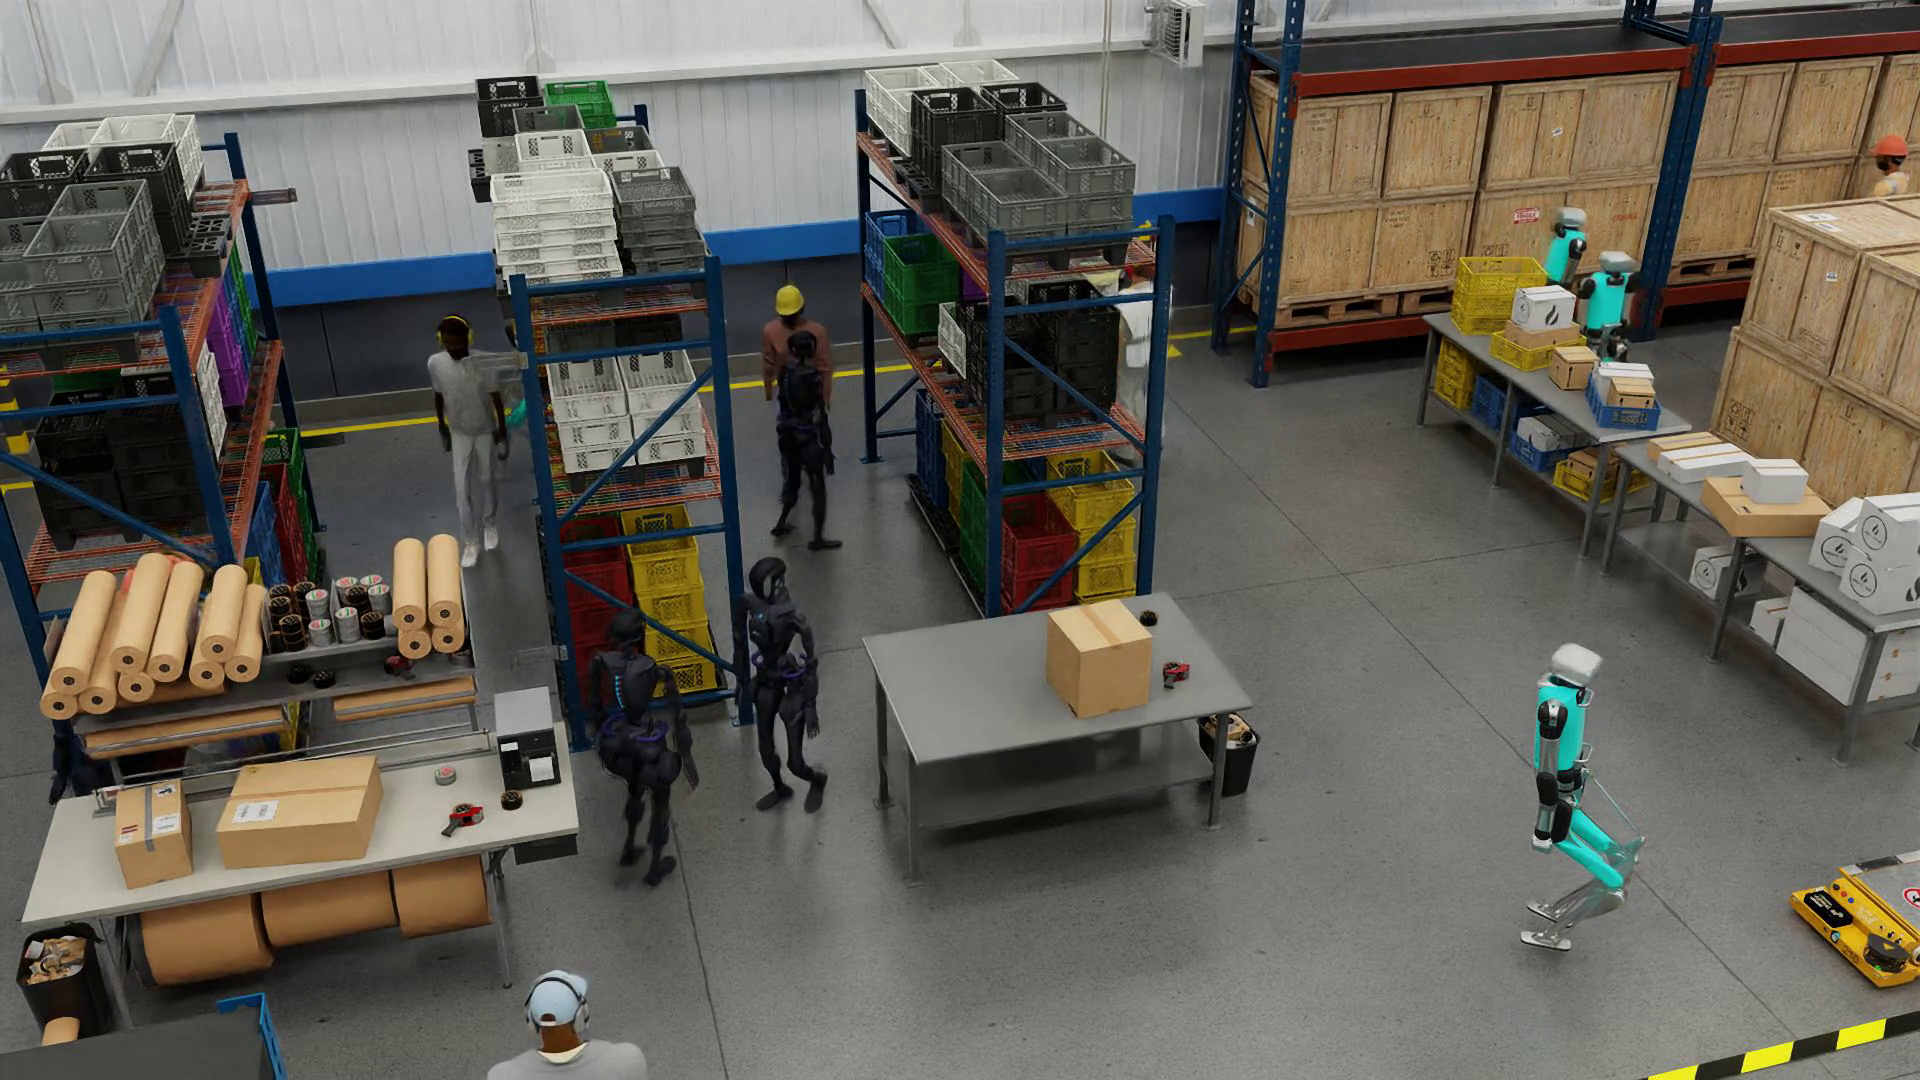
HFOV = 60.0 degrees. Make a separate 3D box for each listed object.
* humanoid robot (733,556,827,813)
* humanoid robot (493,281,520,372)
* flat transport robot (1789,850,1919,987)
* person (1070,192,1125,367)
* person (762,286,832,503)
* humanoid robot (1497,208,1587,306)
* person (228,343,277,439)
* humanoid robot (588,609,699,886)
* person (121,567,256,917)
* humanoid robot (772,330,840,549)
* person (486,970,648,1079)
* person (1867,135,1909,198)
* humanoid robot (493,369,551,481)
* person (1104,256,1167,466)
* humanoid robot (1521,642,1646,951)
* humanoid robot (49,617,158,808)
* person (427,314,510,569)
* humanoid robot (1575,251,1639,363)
[{"bbox_3d":[-0.981,0.797,9.244,0.611,1.643,0.404,18,34,29],"label":"humanoid robot"},{"bbox_3d":[-3.146,-1.395,13.177,0.890,1.771,0.584,21,35,33],"label":"humanoid robot"},{"bbox_3d":[5.163,1.916,8.676,1.431,0.231,0.659,-8,30,-14],"label":"flat transport robot"},{"bbox_3d":[1.200,-2.334,14.776,0.626,1.844,0.429,-12,31,-21],"label":"person"},{"bbox_3d":[-1.230,-1.111,12.650,0.555,1.736,0.621,2,29,4],"label":"person"},{"bbox_3d":[4.893,-1.983,14.229,0.953,1.737,0.547,0,29,0],"label":"humanoid robot"},{"bbox_3d":[-5.965,-1.636,13.510,0.552,1.836,0.550,5,29,8],"label":"person"},{"bbox_3d":[-1.656,1.079,8.728,0.608,1.649,0.348,10,30,17],"label":"humanoid robot"},{"bbox_3d":[-3.990,1.001,8.561,1.047,1.988,0.614,-22,35,-34],"label":"person"},{"bbox_3d":[-1.153,-0.729,12.022,0.391,1.642,0.601,-22,36,-35],"label":"humanoid robot"},{"bbox_3d":[-1.414,2.344,6.257,0.587,1.847,0.396,-6,29,-11],"label":"person"},{"bbox_3d":[8.520,-2.816,15.558,0.388,1.927,0.587,23,36,36],"label":"person"},{"bbox_3d":[-3.438,-1.262,12.970,0.888,1.804,0.553,-2,29,-4],"label":"humanoid robot"},{"bbox_3d":[1.368,-1.432,13.134,0.582,1.833,0.456,-20,35,-32],"label":"person"},{"bbox_3d":[3.093,1.309,8.115,0.735,1.677,0.533,15,32,25],"label":"humanoid robot"},{"bbox_3d":[-4.422,1.139,8.668,0.443,1.675,0.599,12,31,20],"label":"humanoid robot"},{"bbox_3d":[-3.457,-0.698,11.795,0.506,1.846,0.709,-5,29,-8],"label":"person"},{"bbox_3d":[5.120,-1.283,13.085,0.531,1.897,0.722,-10,30,-18],"label":"humanoid robot"}]
